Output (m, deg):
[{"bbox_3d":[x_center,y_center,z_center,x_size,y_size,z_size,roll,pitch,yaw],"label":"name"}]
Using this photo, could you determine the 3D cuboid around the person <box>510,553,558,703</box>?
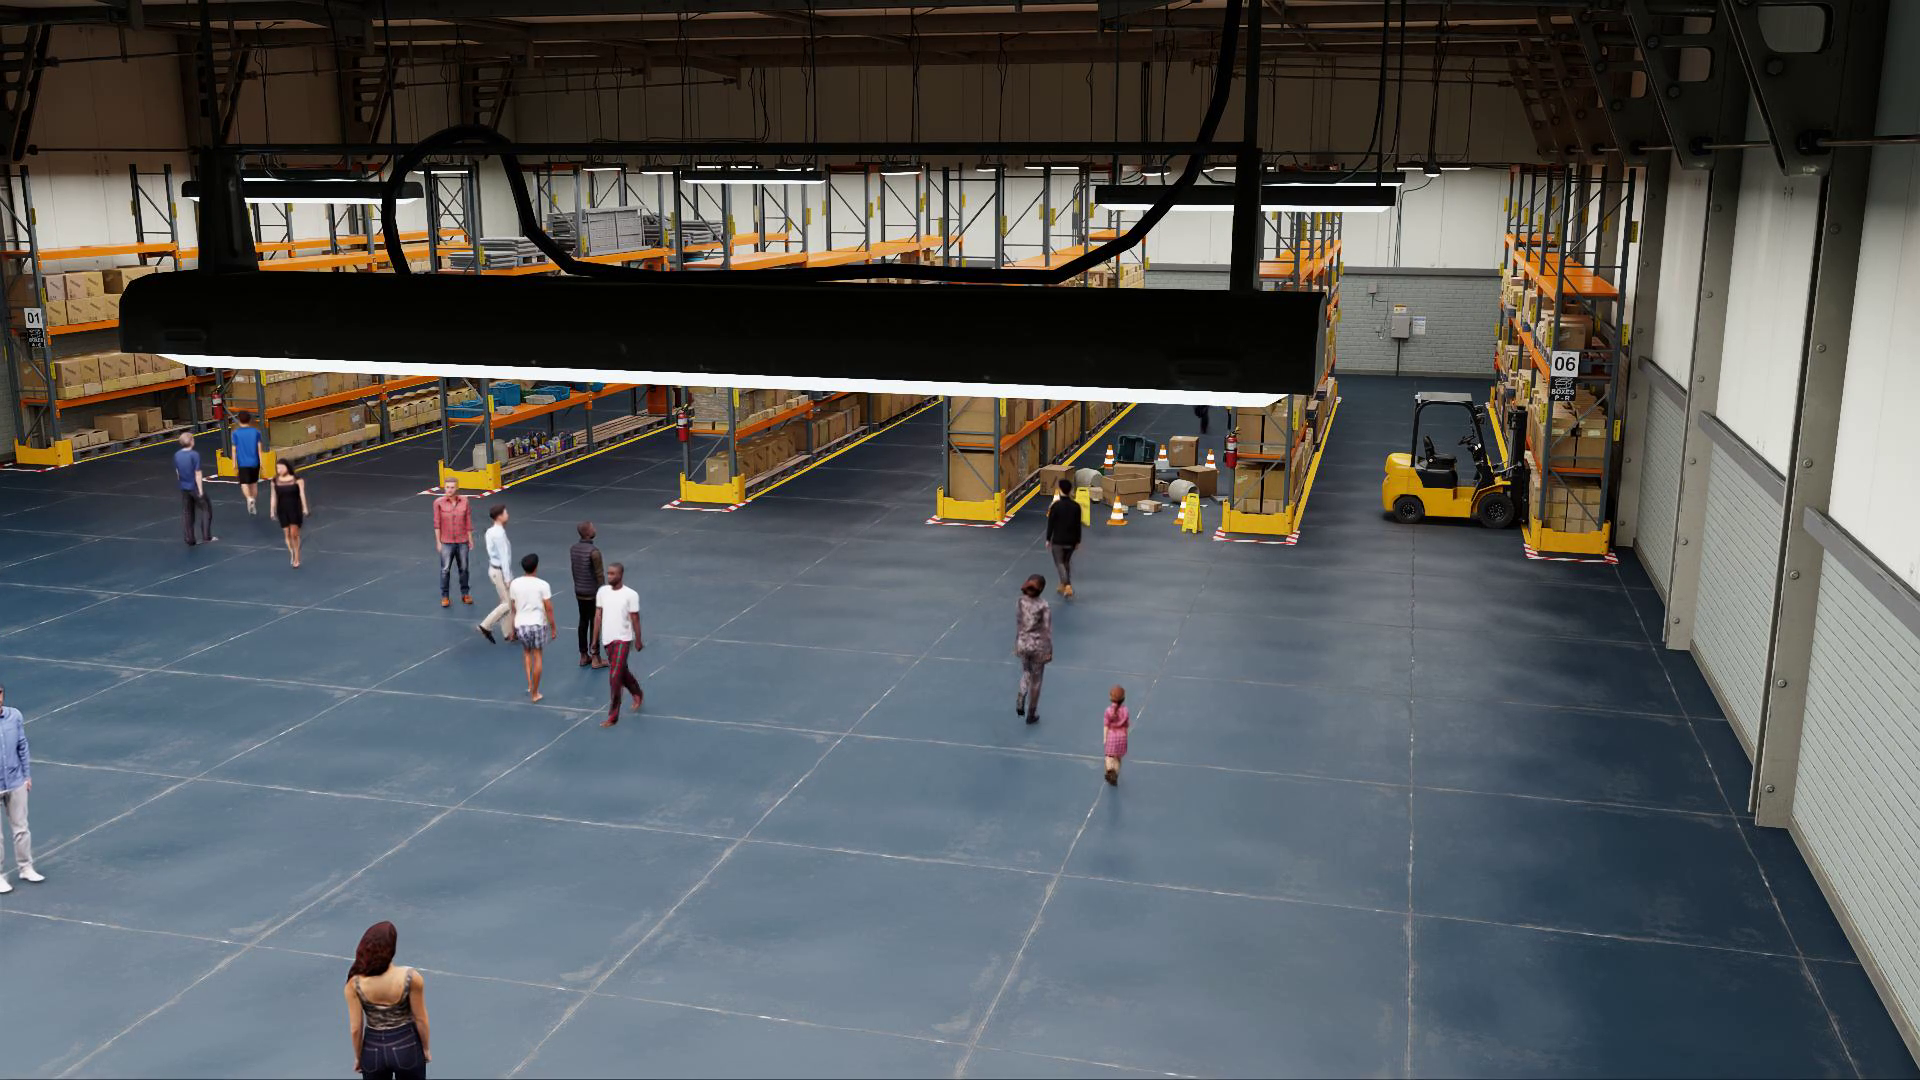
[{"bbox_3d":[-4.972,1.038,19.168,0.711,1.710,0.734,1,13,6],"label":"person"}]

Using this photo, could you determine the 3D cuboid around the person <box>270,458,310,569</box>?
[{"bbox_3d":[-10.254,-0.421,25.495,0.796,1.698,0.835,-1,13,-6],"label":"person"}]

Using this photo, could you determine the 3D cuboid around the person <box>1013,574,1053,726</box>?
[{"bbox_3d":[0.756,1.223,18.374,0.688,1.707,0.747,8,15,29],"label":"person"}]

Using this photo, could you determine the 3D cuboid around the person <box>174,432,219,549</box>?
[{"bbox_3d":[-12.401,-0.785,26.716,0.677,1.855,0.755,3,13,13],"label":"person"}]

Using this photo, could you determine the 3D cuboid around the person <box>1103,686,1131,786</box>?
[{"bbox_3d":[1.567,1.973,16.679,0.509,1.011,0.567,-2,13,-7],"label":"person"}]

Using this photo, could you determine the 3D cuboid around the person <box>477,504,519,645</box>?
[{"bbox_3d":[-5.952,0.468,21.362,1.039,1.830,0.970,-8,15,-31],"label":"person"}]

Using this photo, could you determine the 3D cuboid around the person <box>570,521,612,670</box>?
[{"bbox_3d":[-4.582,0.661,20.517,0.776,1.835,0.742,11,17,39],"label":"person"}]

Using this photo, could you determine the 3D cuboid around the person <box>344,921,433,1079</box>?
[{"bbox_3d":[-3.415,3.128,10.010,0.690,1.770,0.692,-3,13,-13],"label":"person"}]

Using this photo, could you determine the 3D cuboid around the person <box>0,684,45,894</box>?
[{"bbox_3d":[-8.242,2.081,14.276,0.786,1.885,0.665,11,17,40],"label":"person"}]

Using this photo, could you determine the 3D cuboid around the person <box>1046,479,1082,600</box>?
[{"bbox_3d":[1.496,0.000,23.649,1.000,1.711,1.102,-6,14,-23],"label":"person"}]

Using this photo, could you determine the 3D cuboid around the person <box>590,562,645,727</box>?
[{"bbox_3d":[-3.770,1.125,18.598,0.819,1.797,1.201,6,14,25],"label":"person"}]

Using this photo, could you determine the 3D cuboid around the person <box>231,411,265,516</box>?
[{"bbox_3d":[-12.426,-1.319,29.050,1.107,1.844,1.139,-8,15,-32],"label":"person"}]

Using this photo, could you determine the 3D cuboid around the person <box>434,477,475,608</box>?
[{"bbox_3d":[-7.122,-0.003,23.396,0.755,1.830,0.802,-7,15,-27],"label":"person"}]
